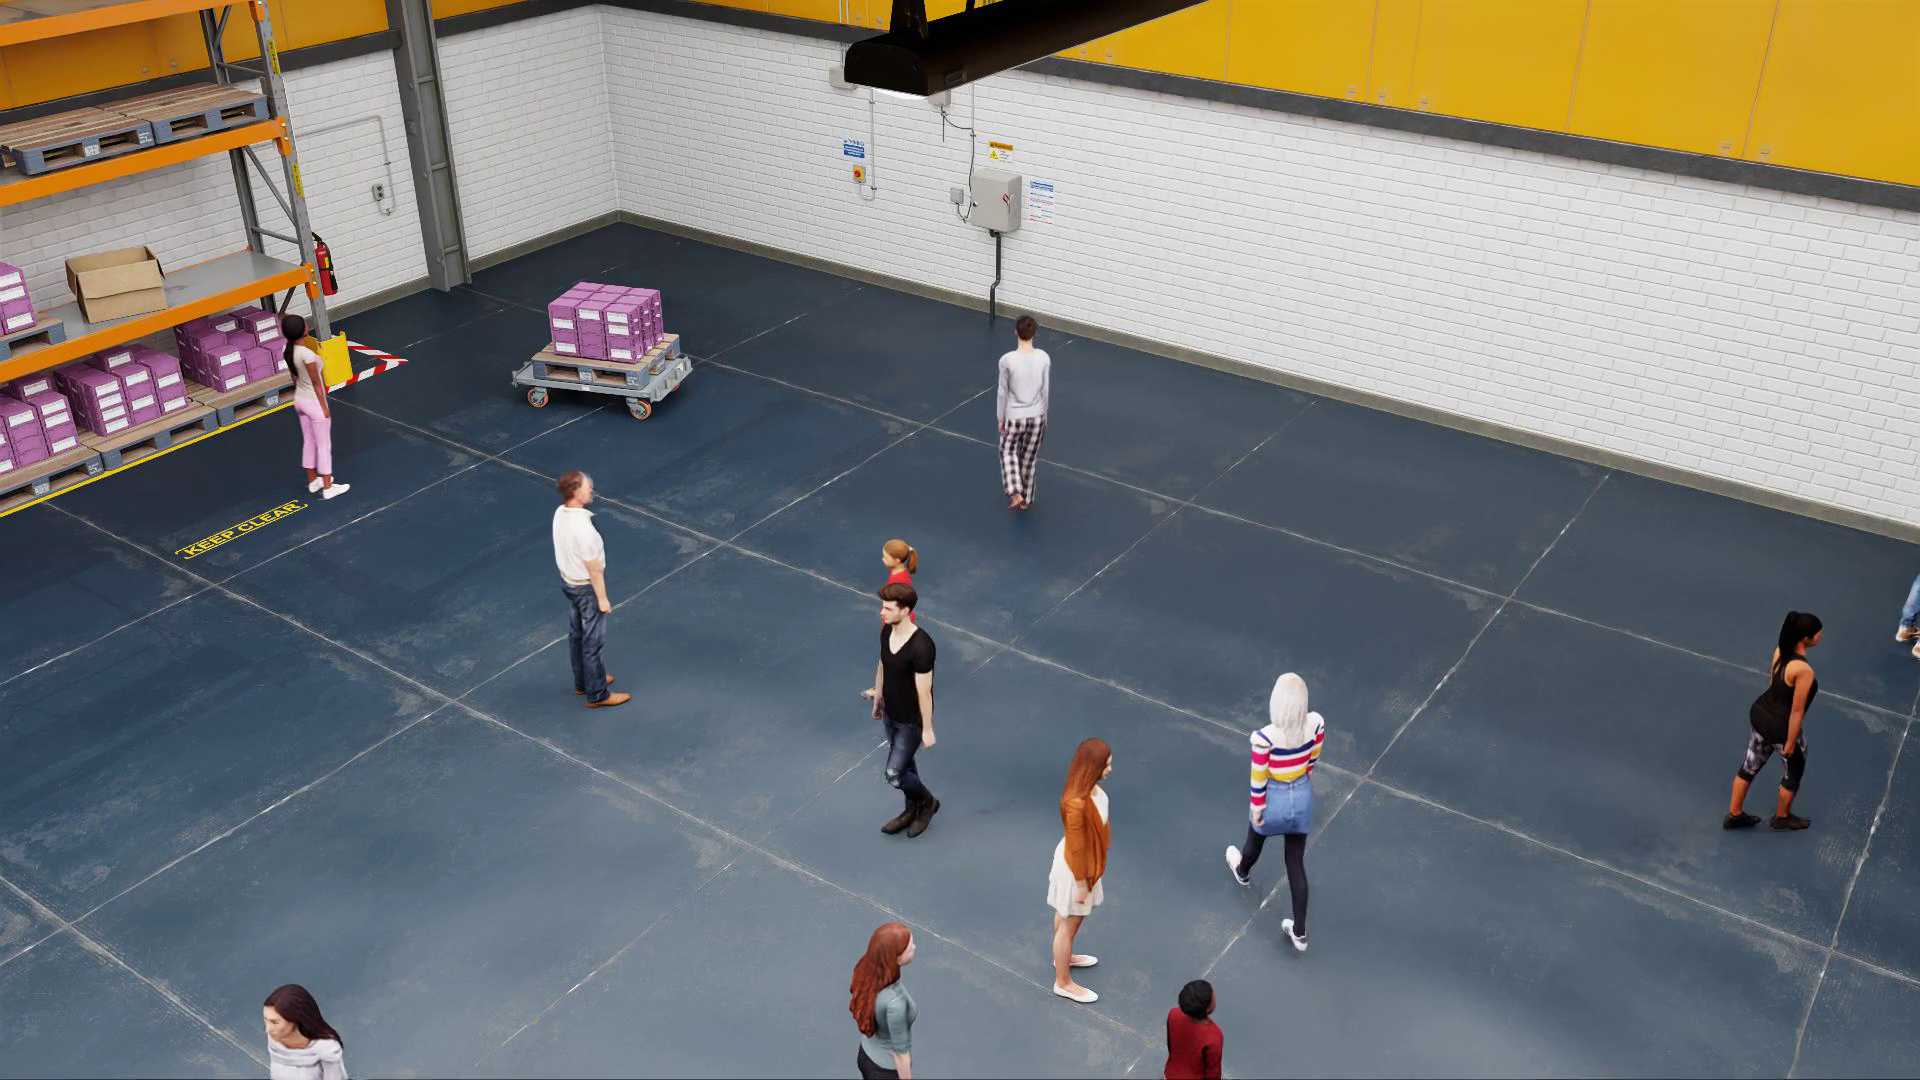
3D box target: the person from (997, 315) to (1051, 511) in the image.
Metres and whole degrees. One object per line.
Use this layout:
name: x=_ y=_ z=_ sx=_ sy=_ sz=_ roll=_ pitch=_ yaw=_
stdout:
person: x=0.581 y=-1.054 z=14.628 sx=0.836 sy=1.833 sz=0.898 roll=-4 pitch=29 yaw=-7

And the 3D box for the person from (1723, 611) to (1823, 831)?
person: x=5.191 y=1.187 z=10.712 sx=0.899 sy=1.649 sz=0.849 roll=-3 pitch=29 yaw=-5

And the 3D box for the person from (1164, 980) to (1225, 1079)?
person: x=1.118 y=2.726 z=8.316 sx=0.778 sy=1.240 sz=0.596 roll=-25 pitch=37 yaw=-38

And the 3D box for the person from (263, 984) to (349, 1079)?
person: x=-2.987 y=2.701 z=7.981 sx=0.731 sy=1.606 sz=0.981 roll=11 pitch=30 yaw=19

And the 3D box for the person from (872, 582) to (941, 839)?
person: x=-0.267 y=1.090 z=10.644 sx=0.811 sy=1.884 sz=0.805 roll=-17 pitch=33 yaw=-28

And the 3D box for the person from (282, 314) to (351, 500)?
person: x=-5.865 y=-1.213 z=15.016 sx=0.566 sy=1.741 sz=0.525 roll=22 pitch=35 yaw=34

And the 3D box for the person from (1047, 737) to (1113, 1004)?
person: x=0.657 y=1.843 z=9.444 sx=0.776 sy=1.712 sz=0.671 roll=3 pitch=29 yaw=5

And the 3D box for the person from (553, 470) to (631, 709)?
person: x=-2.739 y=0.348 z=12.035 sx=0.709 sy=1.854 sz=0.739 roll=-17 pitch=33 yaw=-29

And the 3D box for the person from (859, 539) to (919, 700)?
person: x=-0.363 y=0.581 z=12.195 sx=0.826 sy=1.292 sz=0.769 roll=-4 pitch=29 yaw=-8

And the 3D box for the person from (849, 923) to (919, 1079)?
person: x=-0.357 y=2.558 z=8.102 sx=0.668 sy=1.742 sz=0.647 roll=-12 pitch=31 yaw=-21

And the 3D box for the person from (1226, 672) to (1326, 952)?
person: x=1.953 y=1.619 z=9.806 sx=1.163 sy=1.757 sz=1.166 roll=-8 pitch=30 yaw=-14
